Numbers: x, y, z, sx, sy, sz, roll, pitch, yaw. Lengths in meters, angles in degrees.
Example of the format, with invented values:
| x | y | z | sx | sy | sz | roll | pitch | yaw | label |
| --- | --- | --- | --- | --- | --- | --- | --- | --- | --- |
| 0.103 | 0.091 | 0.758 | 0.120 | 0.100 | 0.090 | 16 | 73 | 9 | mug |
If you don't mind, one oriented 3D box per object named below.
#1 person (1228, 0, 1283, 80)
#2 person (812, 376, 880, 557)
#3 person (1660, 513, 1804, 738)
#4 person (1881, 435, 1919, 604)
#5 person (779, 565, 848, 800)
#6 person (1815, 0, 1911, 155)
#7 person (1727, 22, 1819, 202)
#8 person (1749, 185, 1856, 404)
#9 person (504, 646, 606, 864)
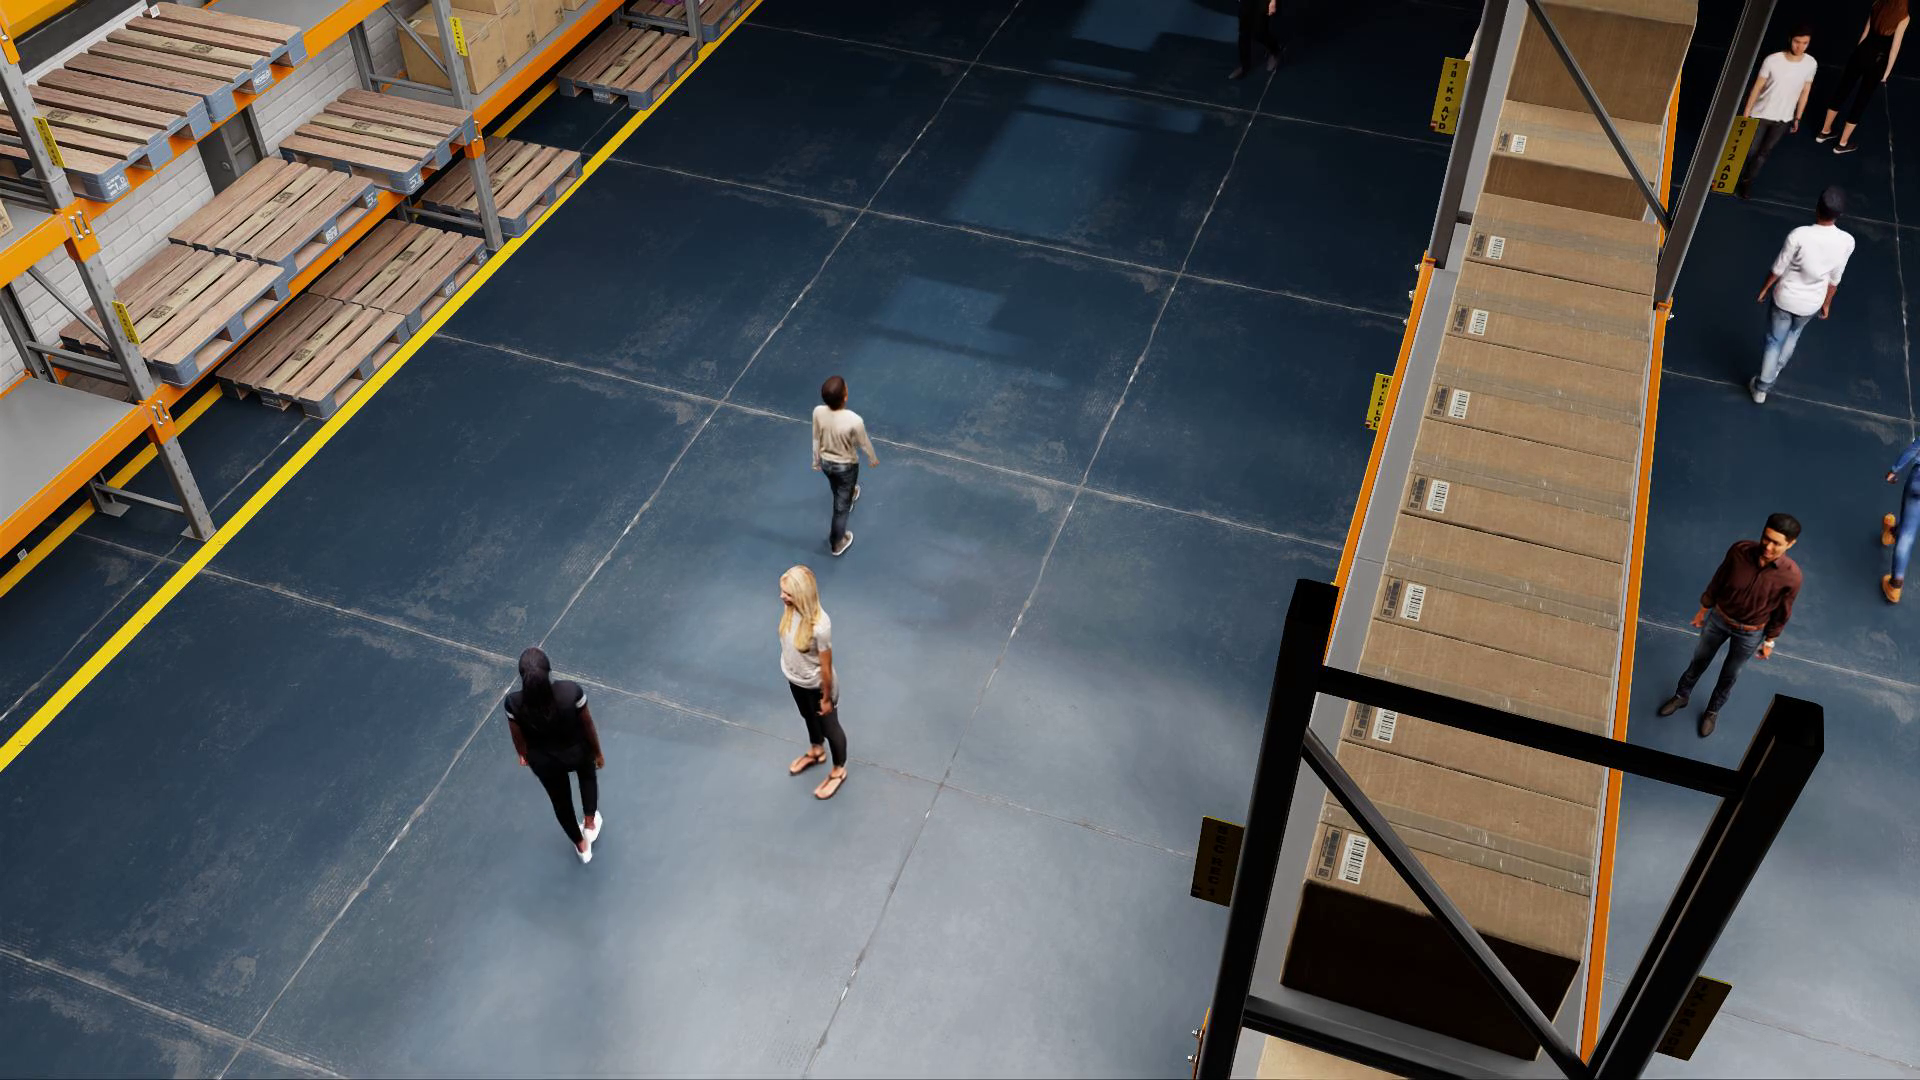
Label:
| x | y | z | sx | sy | sz | roll | pitch | yaw | label |
| --- | --- | --- | --- | --- | --- | --- | --- | --- | --- |
| 3.042 | -5.463 | 16.622 | 0.951 | 1.743 | 0.858 | -28 | 50 | -26 | person |
| -0.875 | -0.481 | 11.609 | 0.612 | 1.444 | 0.882 | 18 | 46 | 18 | person |
| 4.829 | 0.505 | 10.329 | 0.711 | 1.782 | 0.654 | 31 | 51 | 28 | person |
| 6.565 | -0.274 | 11.218 | 0.739 | 1.683 | 1.095 | 8 | 44 | 9 | person |
| -0.876 | 0.820 | 9.967 | 0.673 | 1.826 | 0.672 | -33 | 53 | -30 | person |
| 8.513 | -4.483 | 15.607 | 0.689 | 1.724 | 0.641 | -22 | 48 | -21 | person |
| 7.328 | -3.900 | 15.004 | 0.673 | 1.711 | 0.639 | 6 | 44 | 6 | person |
| 6.447 | -1.826 | 12.767 | 0.704 | 1.794 | 0.831 | 9 | 44 | 9 | person |
| -2.286 | 1.295 | 9.544 | 0.769 | 1.721 | 0.811 | -10 | 45 | -10 | person |
